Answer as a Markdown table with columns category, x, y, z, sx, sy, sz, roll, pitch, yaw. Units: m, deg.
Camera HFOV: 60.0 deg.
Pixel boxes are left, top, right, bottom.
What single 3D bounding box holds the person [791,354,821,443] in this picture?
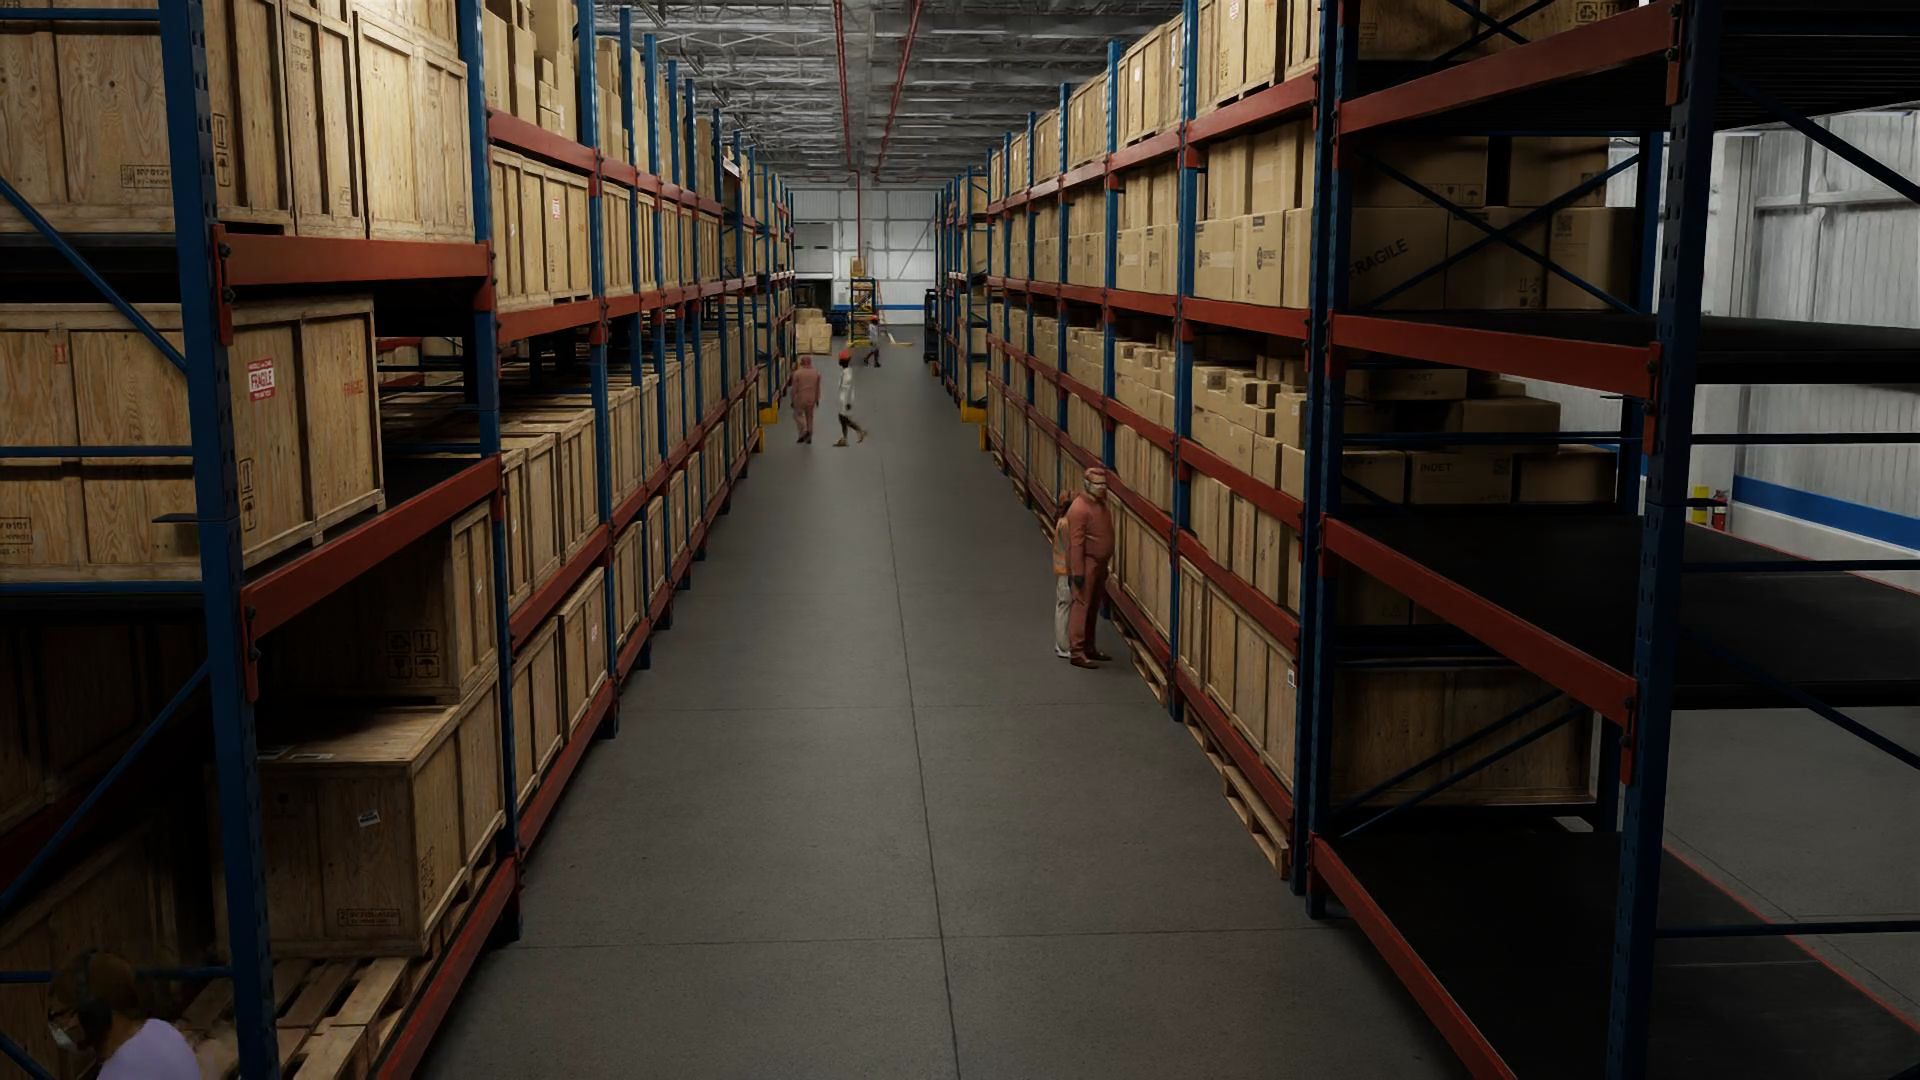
| category | x | y | z | sx | sy | sz | roll | pitch | yaw |
| --- | --- | --- | --- | --- | --- | --- | --- | --- | --- |
| person | -3.287 | -2.983 | 35.214 | 0.687 | 1.890 | 0.503 | -5 | 11 | -29 |

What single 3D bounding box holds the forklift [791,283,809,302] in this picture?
| category | x | y | z | sx | sy | sz | roll | pitch | yaw |
| --- | --- | --- | --- | --- | --- | --- | --- | --- | --- |
| forklift | -7.724 | -10.941 | 79.820 | 1.129 | 2.768 | 1.873 | -3 | 10 | -20 |

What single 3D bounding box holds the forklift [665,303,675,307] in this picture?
| category | x | y | z | sx | sy | sz | roll | pitch | yaw |
| --- | --- | --- | --- | --- | --- | --- | --- | --- | --- |
| forklift | -11.263 | -8.436 | 64.861 | 1.873 | 2.768 | 1.129 | -1 | 10 | -4 |

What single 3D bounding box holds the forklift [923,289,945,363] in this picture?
| category | x | y | z | sx | sy | sz | roll | pitch | yaw |
| --- | --- | --- | --- | --- | --- | --- | --- | --- | --- |
| forklift | -0.817 | -8.142 | 63.101 | 1.129 | 2.768 | 1.873 | -1 | 10 | -3 |

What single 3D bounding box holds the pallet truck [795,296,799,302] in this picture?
| category | x | y | z | sx | sy | sz | roll | pitch | yaw |
| --- | --- | --- | --- | --- | --- | --- | --- | --- | --- |
| pallet truck | -8.622 | -12.439 | 91.403 | 1.885 | 1.965 | 0.823 | 2 | 10 | 13 |

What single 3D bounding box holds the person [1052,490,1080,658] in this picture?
| category | x | y | z | sx | sy | sz | roll | pitch | yaw |
| --- | --- | --- | --- | --- | --- | --- | --- | --- | --- |
| person | 1.052 | 0.328 | 16.205 | 0.307 | 1.641 | 0.514 | 0 | 10 | -1 |

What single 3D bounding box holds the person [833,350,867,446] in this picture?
| category | x | y | z | sx | sy | sz | roll | pitch | yaw |
| --- | --- | --- | --- | --- | --- | --- | --- | --- | --- |
| person | -2.314 | -2.941 | 34.588 | 0.602 | 2.026 | 0.614 | -1 | 10 | -3 |

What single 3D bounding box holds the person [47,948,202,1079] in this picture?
| category | x | y | z | sx | sy | sz | roll | pitch | yaw |
| --- | --- | --- | --- | --- | --- | --- | --- | --- | --- |
| person | -2.430 | 2.104 | 4.821 | 0.877 | 1.893 | 0.645 | -2 | 10 | -14 |

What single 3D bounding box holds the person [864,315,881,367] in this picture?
| category | x | y | z | sx | sy | sz | roll | pitch | yaw |
| --- | --- | --- | --- | --- | --- | --- | --- | --- | --- |
| person | -3.167 | -7.279 | 60.787 | 0.542 | 1.924 | 0.553 | 5 | 11 | 26 |

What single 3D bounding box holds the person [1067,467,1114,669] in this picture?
| category | x | y | z | sx | sy | sz | roll | pitch | yaw |
| --- | --- | --- | --- | --- | --- | --- | --- | --- | --- |
| person | 1.266 | 0.255 | 15.858 | 0.399 | 1.905 | 0.642 | 5 | 11 | 28 |
